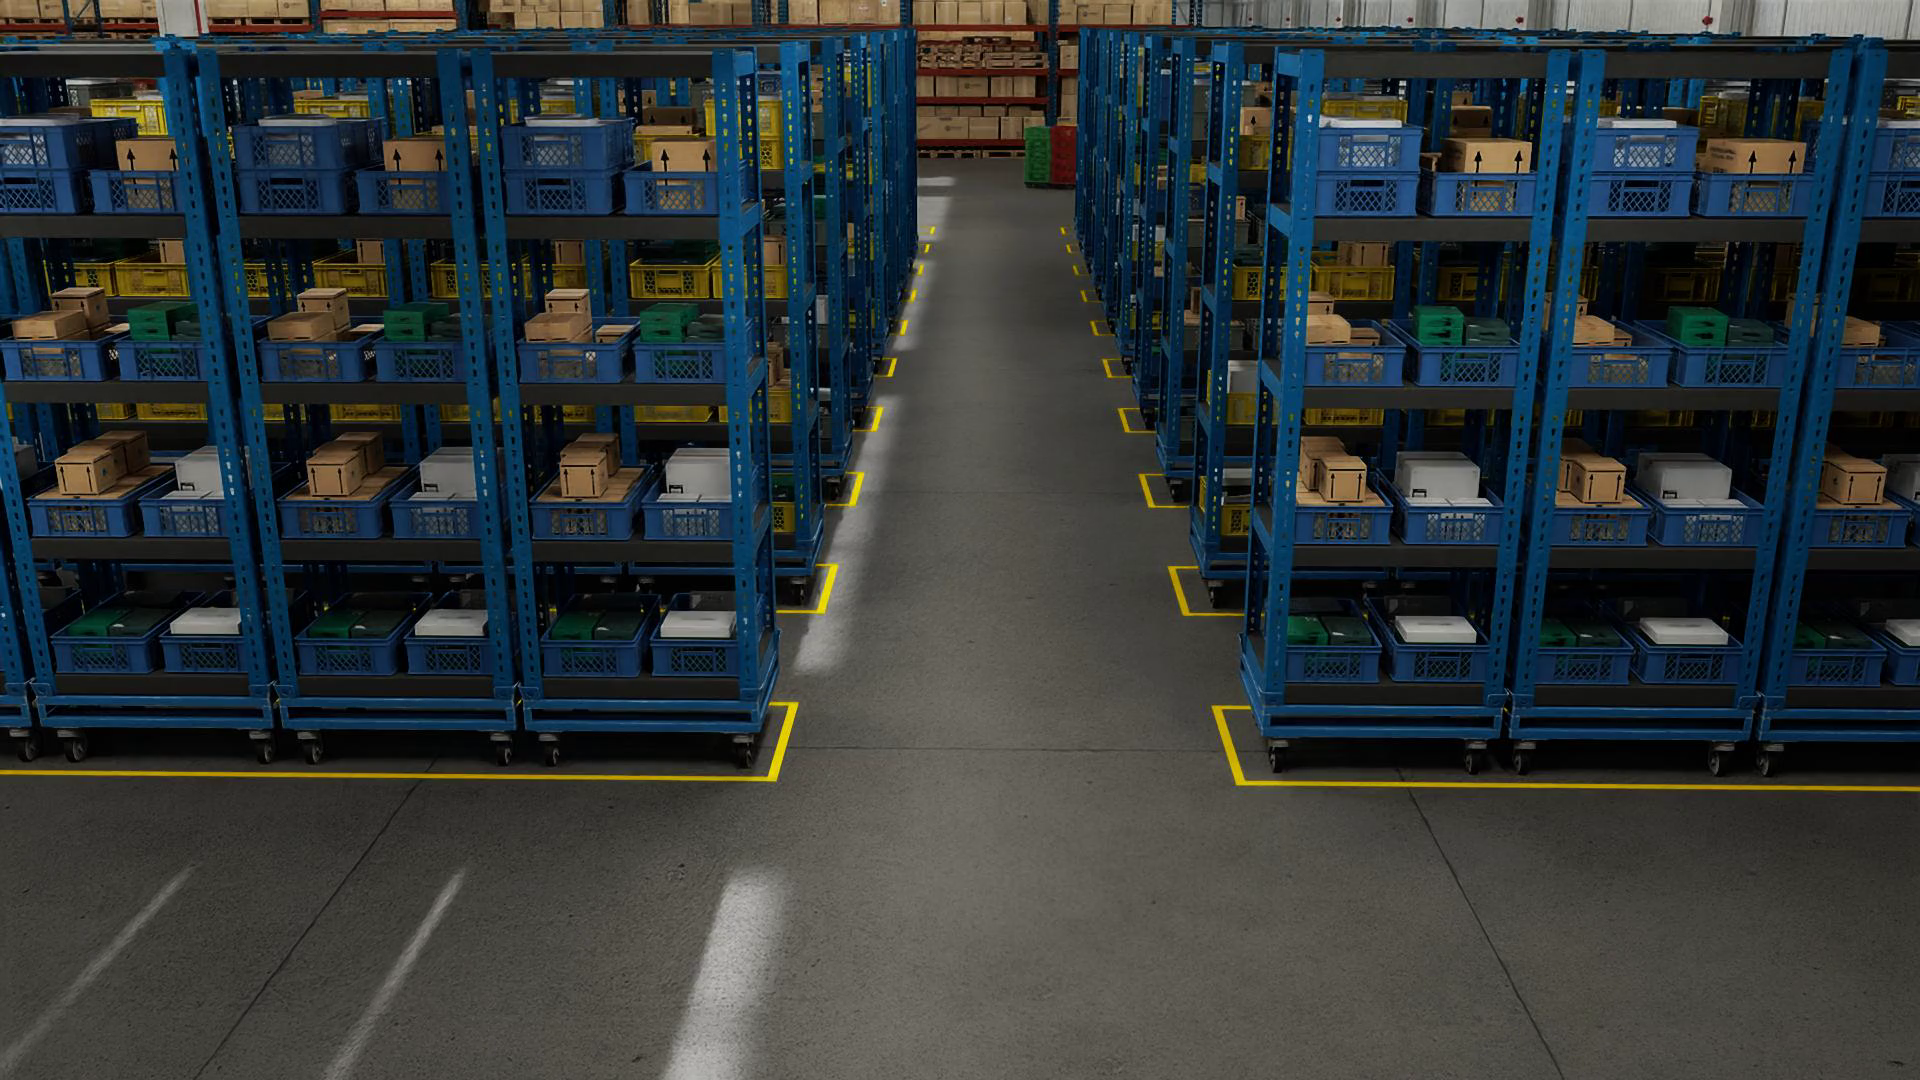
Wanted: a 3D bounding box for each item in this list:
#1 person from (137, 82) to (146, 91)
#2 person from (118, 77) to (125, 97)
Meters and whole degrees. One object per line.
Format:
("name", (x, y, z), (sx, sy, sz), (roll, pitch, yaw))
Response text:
("person", (-24.809, -12.927, 50.485), (0.639, 1.881, 0.830), (10, 20, 29))
("person", (-27.432, -14.266, 54.755), (0.421, 1.885, 0.648), (9, 20, 28))
